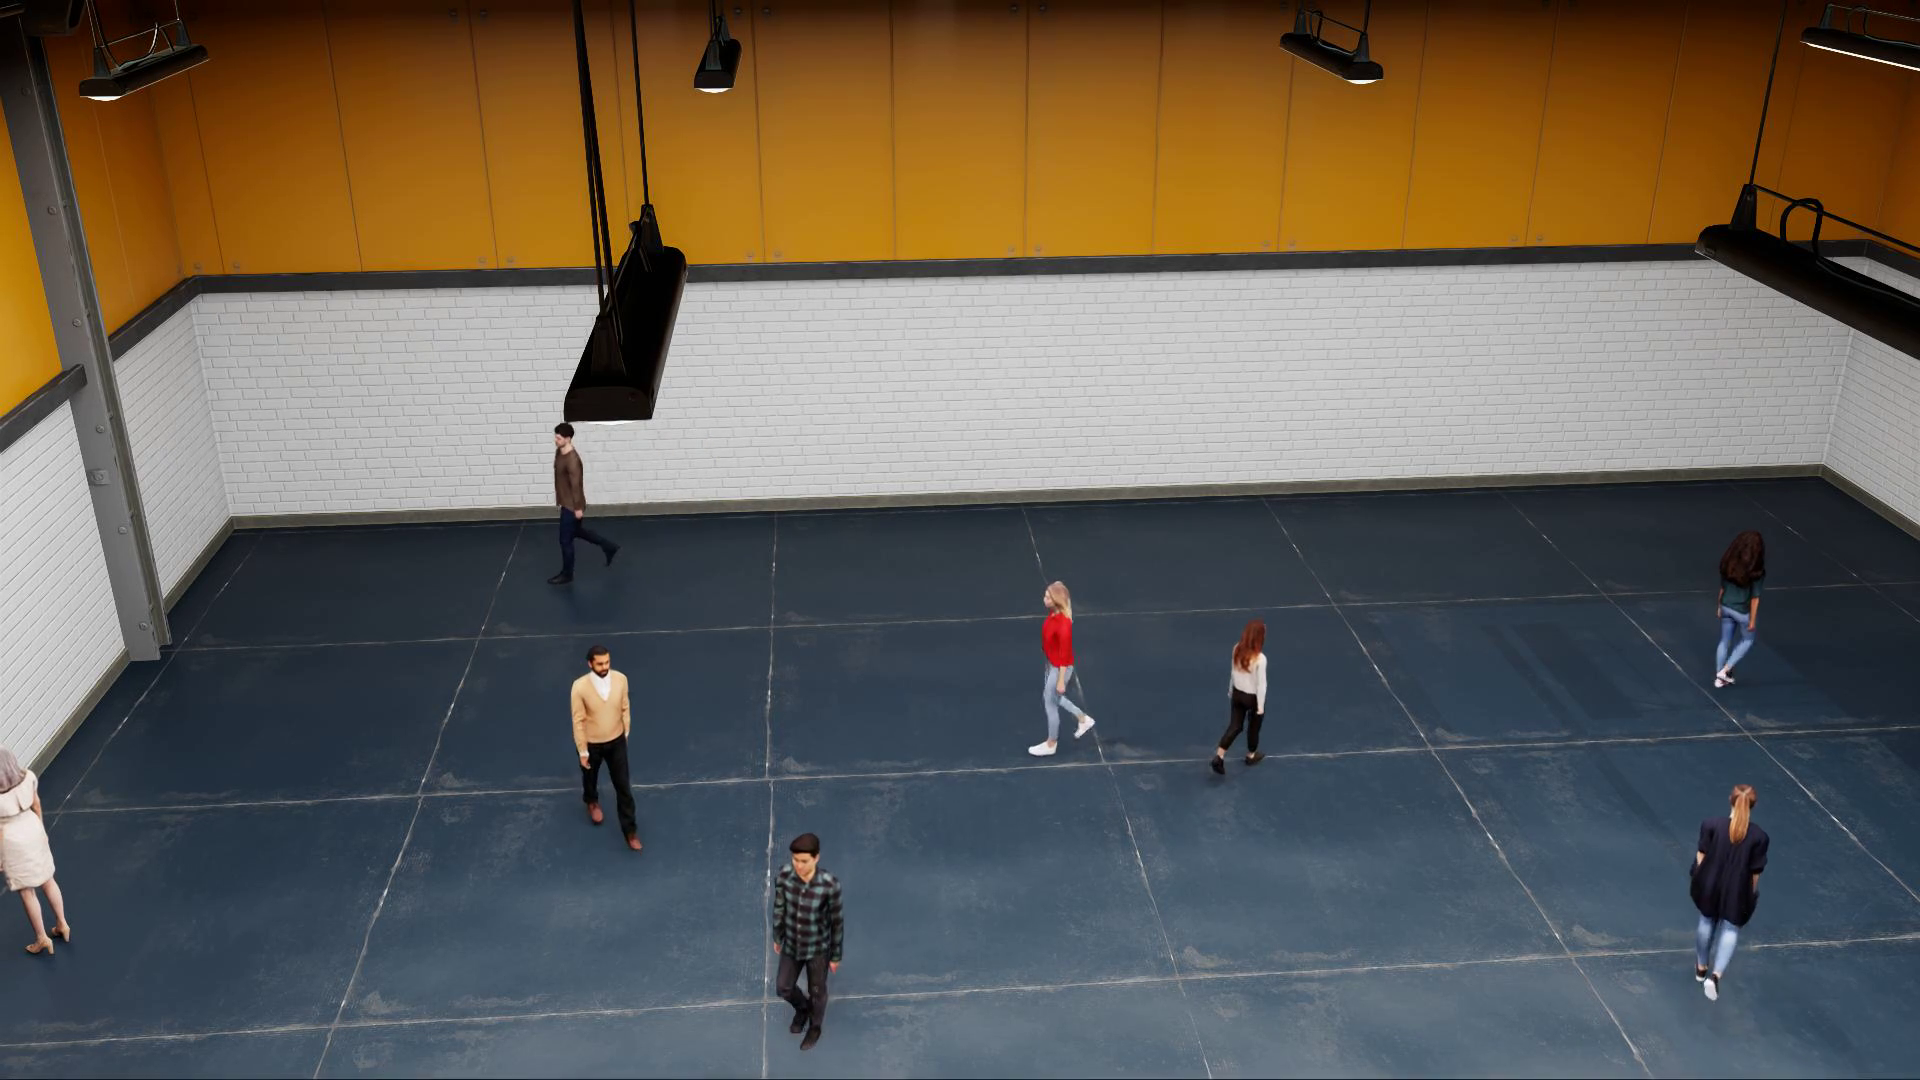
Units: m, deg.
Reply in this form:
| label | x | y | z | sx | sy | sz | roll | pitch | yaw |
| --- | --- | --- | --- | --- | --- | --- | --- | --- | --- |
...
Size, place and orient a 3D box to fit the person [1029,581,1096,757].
| label | x | y | z | sx | sy | sz | roll | pitch | yaw |
| --- | --- | --- | --- | --- | --- | --- | --- | --- | --- |
| person | 0.935 | 1.138 | 14.688 | 0.702 | 1.698 | 0.771 | -3 | 24 | -7 |

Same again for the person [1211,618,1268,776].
| label | x | y | z | sx | sy | sz | roll | pitch | yaw |
| --- | --- | --- | --- | --- | --- | --- | --- | --- | --- |
| person | 2.445 | 1.378 | 14.428 | 0.946 | 1.466 | 0.934 | -20 | 31 | -38 |

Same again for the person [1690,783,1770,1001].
| label | x | y | z | sx | sy | sz | roll | pitch | yaw |
| --- | --- | --- | --- | --- | --- | --- | --- | --- | --- |
| person | 5.338 | 2.482 | 11.649 | 0.894 | 1.670 | 1.009 | 12 | 26 | 26 |

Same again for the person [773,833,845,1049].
| label | x | y | z | sx | sy | sz | roll | pitch | yaw |
| --- | --- | --- | --- | --- | --- | --- | --- | --- | --- |
| person | -1.030 | 2.678 | 11.296 | 0.786 | 1.709 | 0.744 | 7 | 25 | 15 |

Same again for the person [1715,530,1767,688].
| label | x | y | z | sx | sy | sz | roll | pitch | yaw |
| --- | --- | --- | --- | --- | --- | --- | --- | --- | --- |
| person | 7.362 | 0.685 | 15.834 | 0.778 | 1.611 | 0.697 | -16 | 28 | -32 |

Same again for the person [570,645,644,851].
| label | x | y | z | sx | sy | sz | roll | pitch | yaw |
| --- | --- | --- | --- | --- | --- | --- | --- | --- | --- |
| person | -2.956 | 1.622 | 13.561 | 0.950 | 1.715 | 1.245 | -12 | 26 | -25 |

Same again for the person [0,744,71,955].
| label | x | y | z | sx | sy | sz | roll | pitch | yaw |
| --- | --- | --- | --- | --- | --- | --- | --- | --- | --- |
| person | -6.822 | 2.241 | 12.119 | 0.748 | 1.736 | 0.645 | 10 | 26 | 22 |

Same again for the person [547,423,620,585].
| label | x | y | z | sx | sy | sz | roll | pitch | yaw |
| --- | --- | --- | --- | --- | --- | --- | --- | --- | --- |
| person | -4.140 | -0.413 | 18.038 | 0.962 | 1.858 | 1.093 | -10 | 26 | -22 |
